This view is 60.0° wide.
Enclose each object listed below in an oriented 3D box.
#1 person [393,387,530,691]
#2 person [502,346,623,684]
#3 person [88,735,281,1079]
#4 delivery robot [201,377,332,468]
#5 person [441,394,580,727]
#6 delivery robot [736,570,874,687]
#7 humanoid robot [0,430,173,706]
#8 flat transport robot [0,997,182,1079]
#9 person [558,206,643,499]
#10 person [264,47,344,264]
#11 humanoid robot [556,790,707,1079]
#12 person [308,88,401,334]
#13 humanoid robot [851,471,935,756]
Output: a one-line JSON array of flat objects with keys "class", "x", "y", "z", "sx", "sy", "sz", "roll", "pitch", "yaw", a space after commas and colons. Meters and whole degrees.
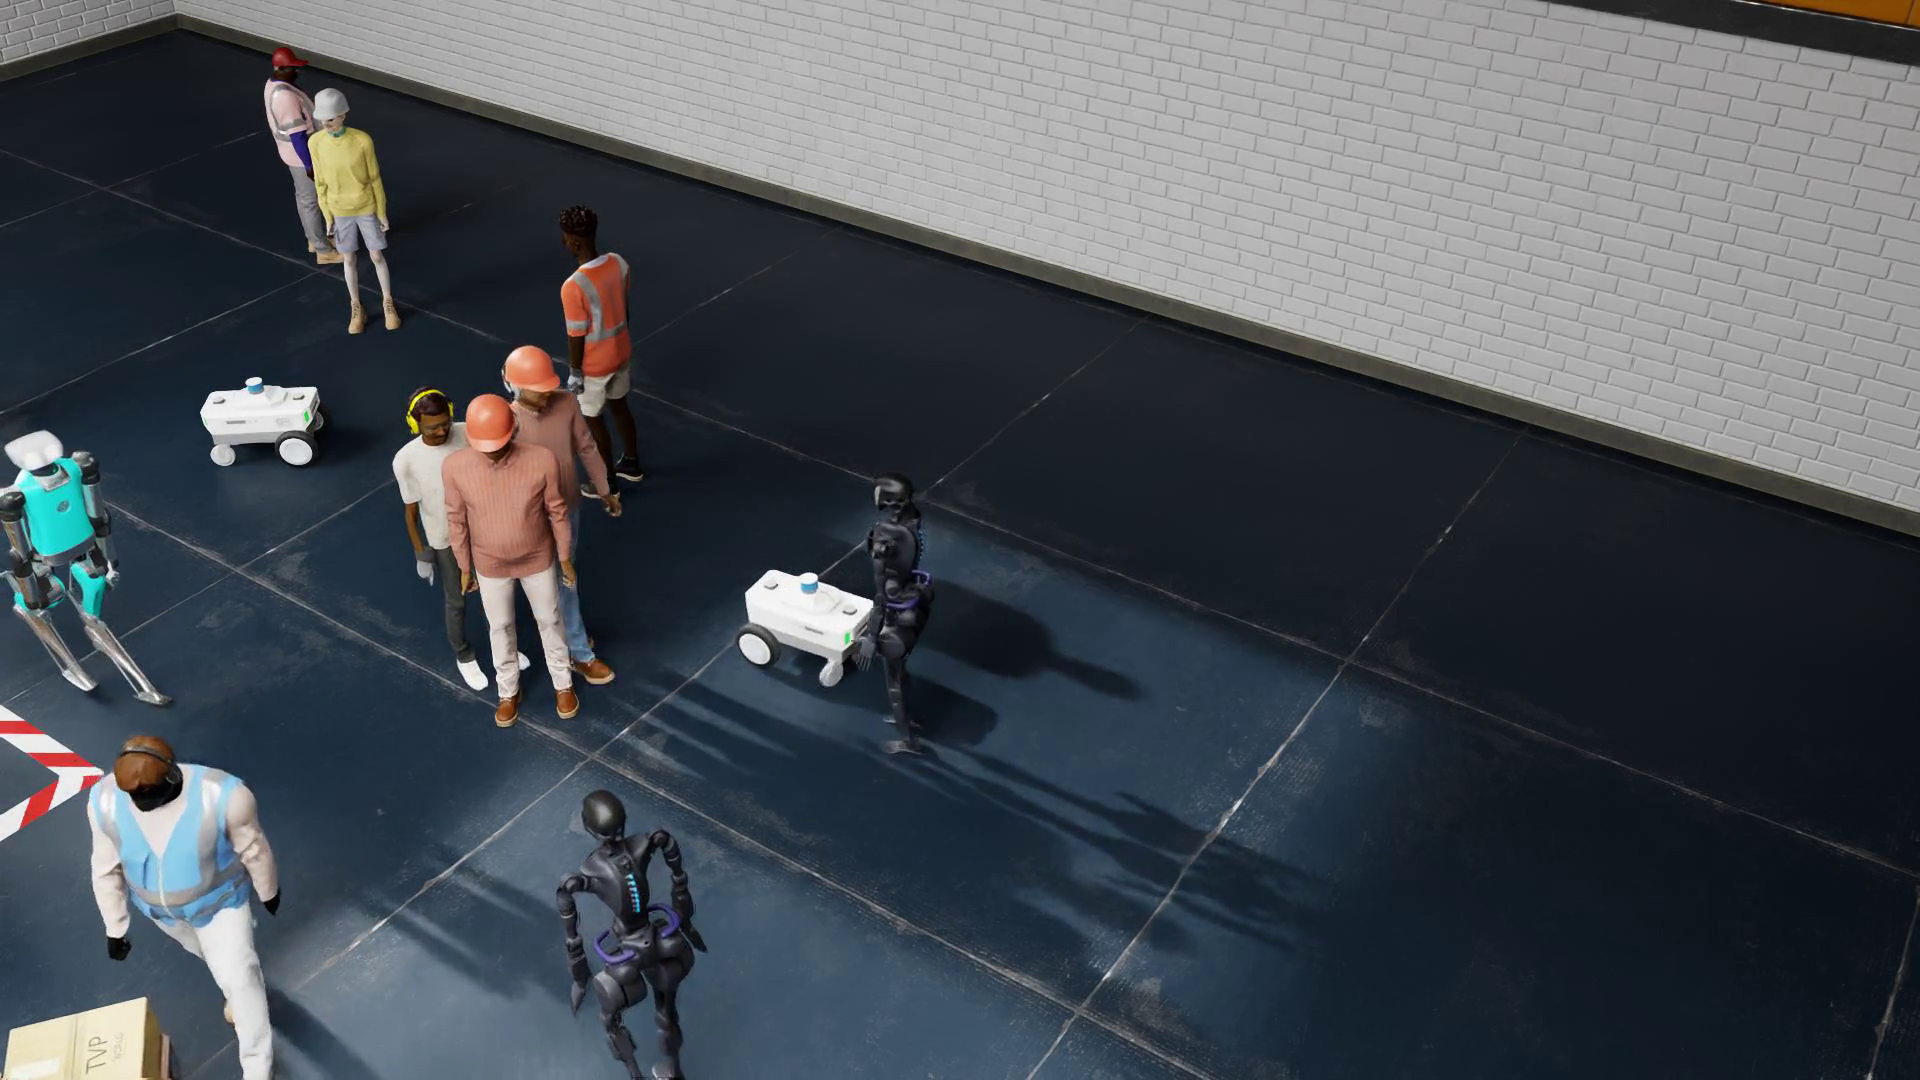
[{"class": "person", "x": -2.677, "y": -0.010, "z": 8.899, "sx": 0.349, "sy": 1.856, "sz": 0.525, "roll": 28, "pitch": 43, "yaw": 33}, {"class": "person", "x": -2.100, "y": -0.136, "z": 8.969, "sx": 0.782, "sy": 1.973, "sz": 0.628, "roll": 22, "pitch": 40, "yaw": 28}, {"class": "person", "x": -3.136, "y": 1.505, "z": 6.792, "sx": 0.628, "sy": 1.786, "sz": 0.887, "roll": 1, "pitch": 35, "yaw": 1}, {"class": "delivery robot", "x": -4.648, "y": -0.801, "z": 11.176, "sx": 0.811, "sy": 0.613, "sz": 0.499, "roll": -3, "pitch": 35, "yaw": -5}, {"class": "person", "x": -2.305, "y": 0.107, "z": 8.616, "sx": 0.610, "sy": 1.985, "sz": 0.390, "roll": -6, "pitch": 35, "yaw": -9}, {"class": "delivery robot", "x": -0.855, "y": 0.448, "z": 9.364, "sx": 0.744, "sy": 0.584, "sz": 0.513, "roll": 16, "pitch": 38, "yaw": 22}, {"class": "humanoid robot", "x": -4.775, "y": 0.159, "z": 8.766, "sx": 0.852, "sy": 1.775, "sz": 0.541, "roll": 20, "pitch": 40, "yaw": 27}, {"class": "flat transport robot", "x": -3.464, "y": 2.689, "z": 6.421, "sx": 1.431, "sy": 0.231, "sz": 0.659, "roll": -11, "pitch": 37, "yaw": -16}, {"class": "person", "x": -2.268, "y": -1.167, "z": 10.470, "sx": 0.390, "sy": 1.950, "sz": 0.615, "roll": 13, "pitch": 37, "yaw": 18}, {"class": "person", "x": -5.271, "y": -3.096, "z": 13.398, "sx": 0.419, "sy": 1.749, "sz": 0.612, "roll": -17, "pitch": 38, "yaw": -23}, {"class": "humanoid robot", "x": -1.288, "y": 1.662, "z": 6.660, "sx": 0.591, "sy": 1.638, "sz": 0.349, "roll": -25, "pitch": 42, "yaw": -31}, {"class": "person", "x": -4.500, "y": -2.450, "z": 12.356, "sx": 0.473, "sy": 1.888, "sz": 0.399, "roll": -7, "pitch": 36, "yaw": -10}, {"class": "humanoid robot", "x": -0.330, "y": 0.380, "z": 8.494, "sx": 0.329, "sy": 1.657, "sz": 0.599, "roll": 12, "pitch": 37, "yaw": 16}]
